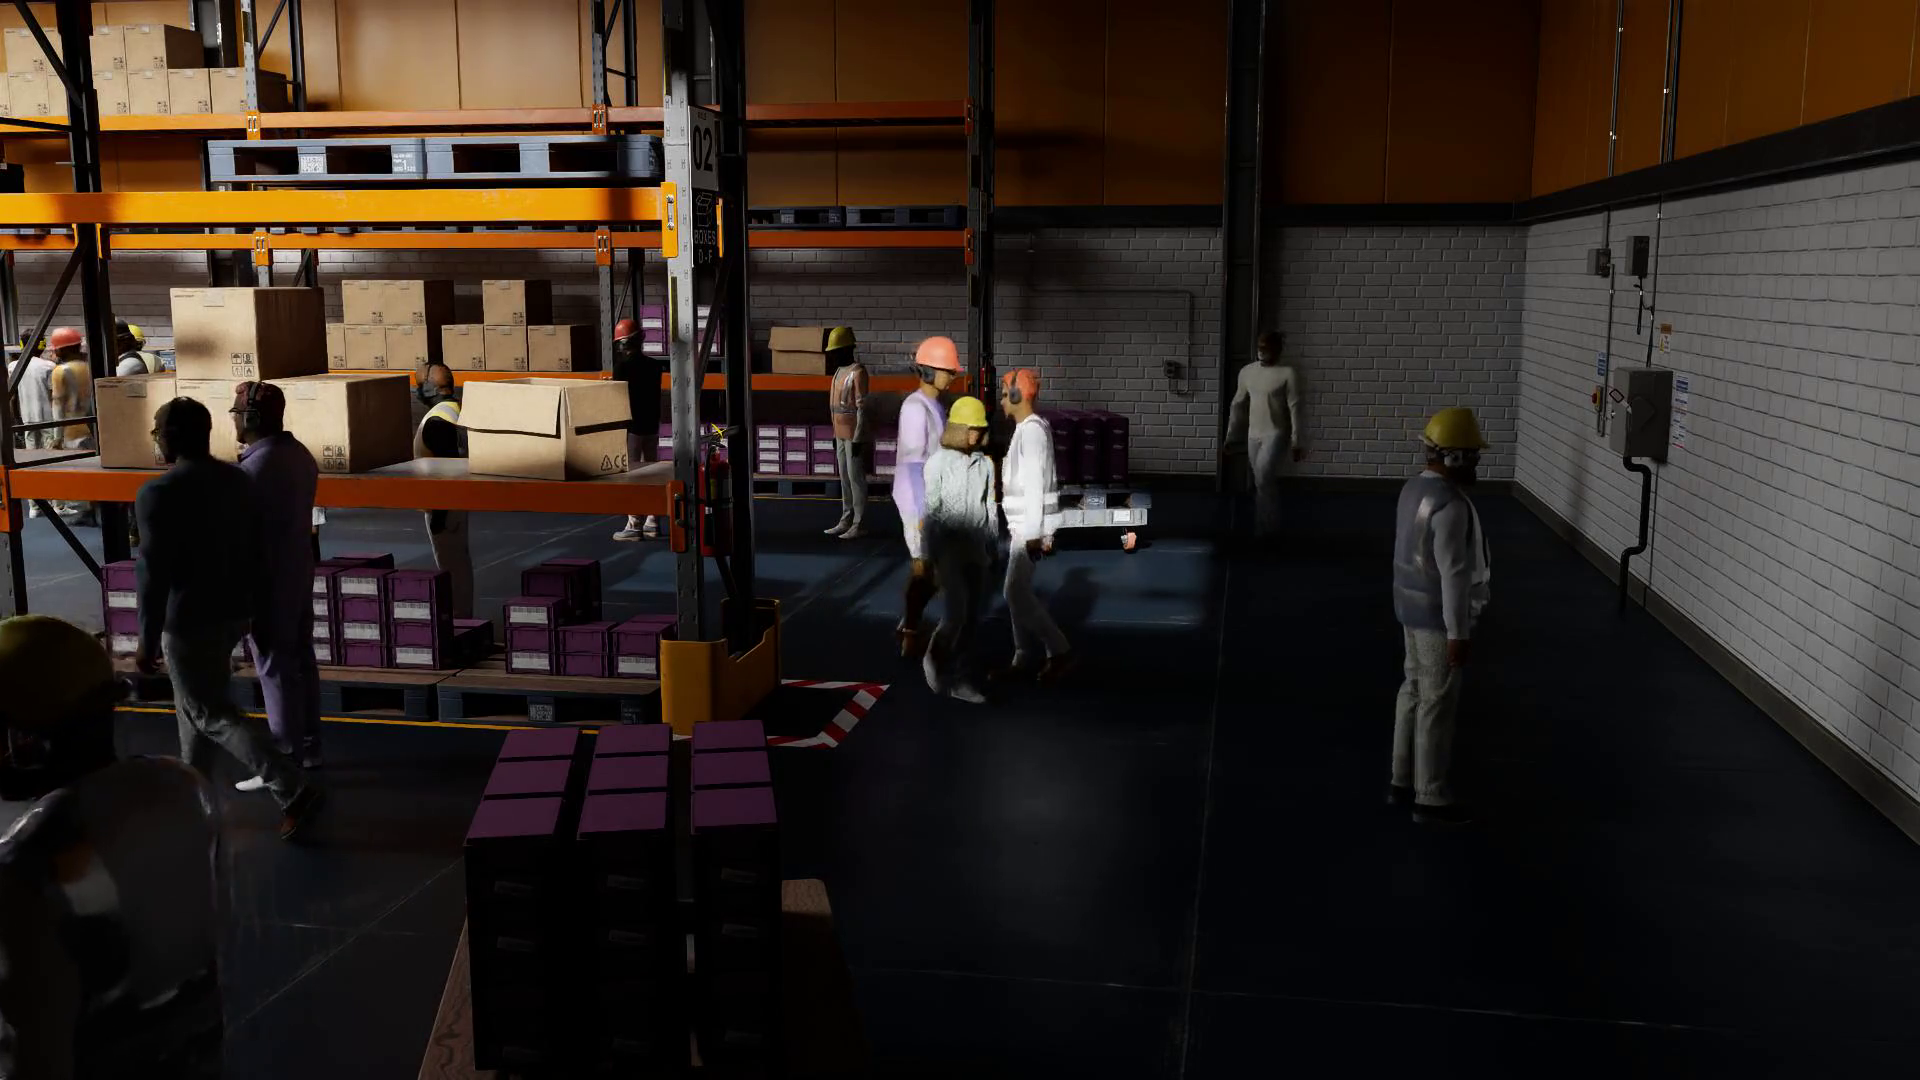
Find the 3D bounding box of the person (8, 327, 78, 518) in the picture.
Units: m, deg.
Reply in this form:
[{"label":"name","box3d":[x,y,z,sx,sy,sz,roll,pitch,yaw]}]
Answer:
[{"label":"person","box3d":[-9.009,-1.144,16.308,0.508,1.874,0.329,0,9,-1]}]

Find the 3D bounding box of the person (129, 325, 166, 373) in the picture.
[{"label":"person","box3d":[-8.966,-1.422,18.158,0.404,1.829,0.600,8,12,40]}]

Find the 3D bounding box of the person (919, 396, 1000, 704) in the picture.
[{"label":"person","box3d":[0.020,0.062,9.247,0.508,1.725,0.386,-8,12,-41]}]

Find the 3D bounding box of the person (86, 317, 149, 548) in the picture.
[{"label":"person","box3d":[-7.367,-0.954,14.602,0.535,2.000,0.674,-5,10,-27]}]

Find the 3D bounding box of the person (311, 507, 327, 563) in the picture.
[{"label":"person","box3d":[-4.627,-0.411,11.583,0.542,1.929,0.368,-7,12,-37]}]

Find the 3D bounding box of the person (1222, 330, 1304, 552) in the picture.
[{"label":"person","box3d":[2.599,-0.861,14.424,0.801,1.905,0.645,-7,12,-37]}]

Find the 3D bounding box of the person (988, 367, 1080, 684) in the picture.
[{"label":"person","box3d":[0.421,-0.071,9.720,0.477,1.861,0.616,0,9,-2]}]

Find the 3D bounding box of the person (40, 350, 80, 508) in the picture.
[{"label":"person","box3d":[-9.208,-1.116,16.893,0.398,1.625,0.520,-6,11,-31]}]

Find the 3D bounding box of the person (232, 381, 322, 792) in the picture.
[{"label":"person","box3d":[-3.226,0.214,7.775,0.409,1.908,0.639,0,9,-3]}]

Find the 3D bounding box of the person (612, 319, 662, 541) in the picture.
[{"label":"person","box3d":[-2.916,-0.983,14.950,0.388,1.987,0.608,5,10,27]}]

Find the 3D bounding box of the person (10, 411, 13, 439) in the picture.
[{"label":"person","box3d":[-6.618,-0.305,11.186,0.506,1.846,0.346,-4,10,-21]}]

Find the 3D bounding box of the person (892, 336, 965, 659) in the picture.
[{"label":"person","box3d":[-0.188,-0.249,10.295,0.443,2.022,0.640,2,9,11]}]

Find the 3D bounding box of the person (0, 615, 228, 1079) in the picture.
[{"label":"person","box3d":[-1.682,1.015,3.144,0.903,1.784,0.610,2,9,11]}]

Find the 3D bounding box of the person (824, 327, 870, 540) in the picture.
[{"label":"person","box3d":[-1.021,-0.964,15.050,0.381,1.917,0.585,-4,10,-25]}]

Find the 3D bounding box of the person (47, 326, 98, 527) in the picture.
[{"label":"person","box3d":[-8.114,-1.029,15.475,0.754,1.917,0.556,3,9,15]}]

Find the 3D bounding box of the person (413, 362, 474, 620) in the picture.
[{"label":"person","box3d":[-3.326,-0.225,10.702,0.429,1.839,0.634,-1,9,-8]}]

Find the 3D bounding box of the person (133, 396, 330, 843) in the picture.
[{"label":"person","box3d":[-3.107,0.345,6.992,0.944,1.910,0.627,2,9,13]}]

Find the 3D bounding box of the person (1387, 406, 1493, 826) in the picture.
[{"label":"person","box3d":[2.113,0.327,7.308,0.404,1.828,0.600,0,9,-3]}]
